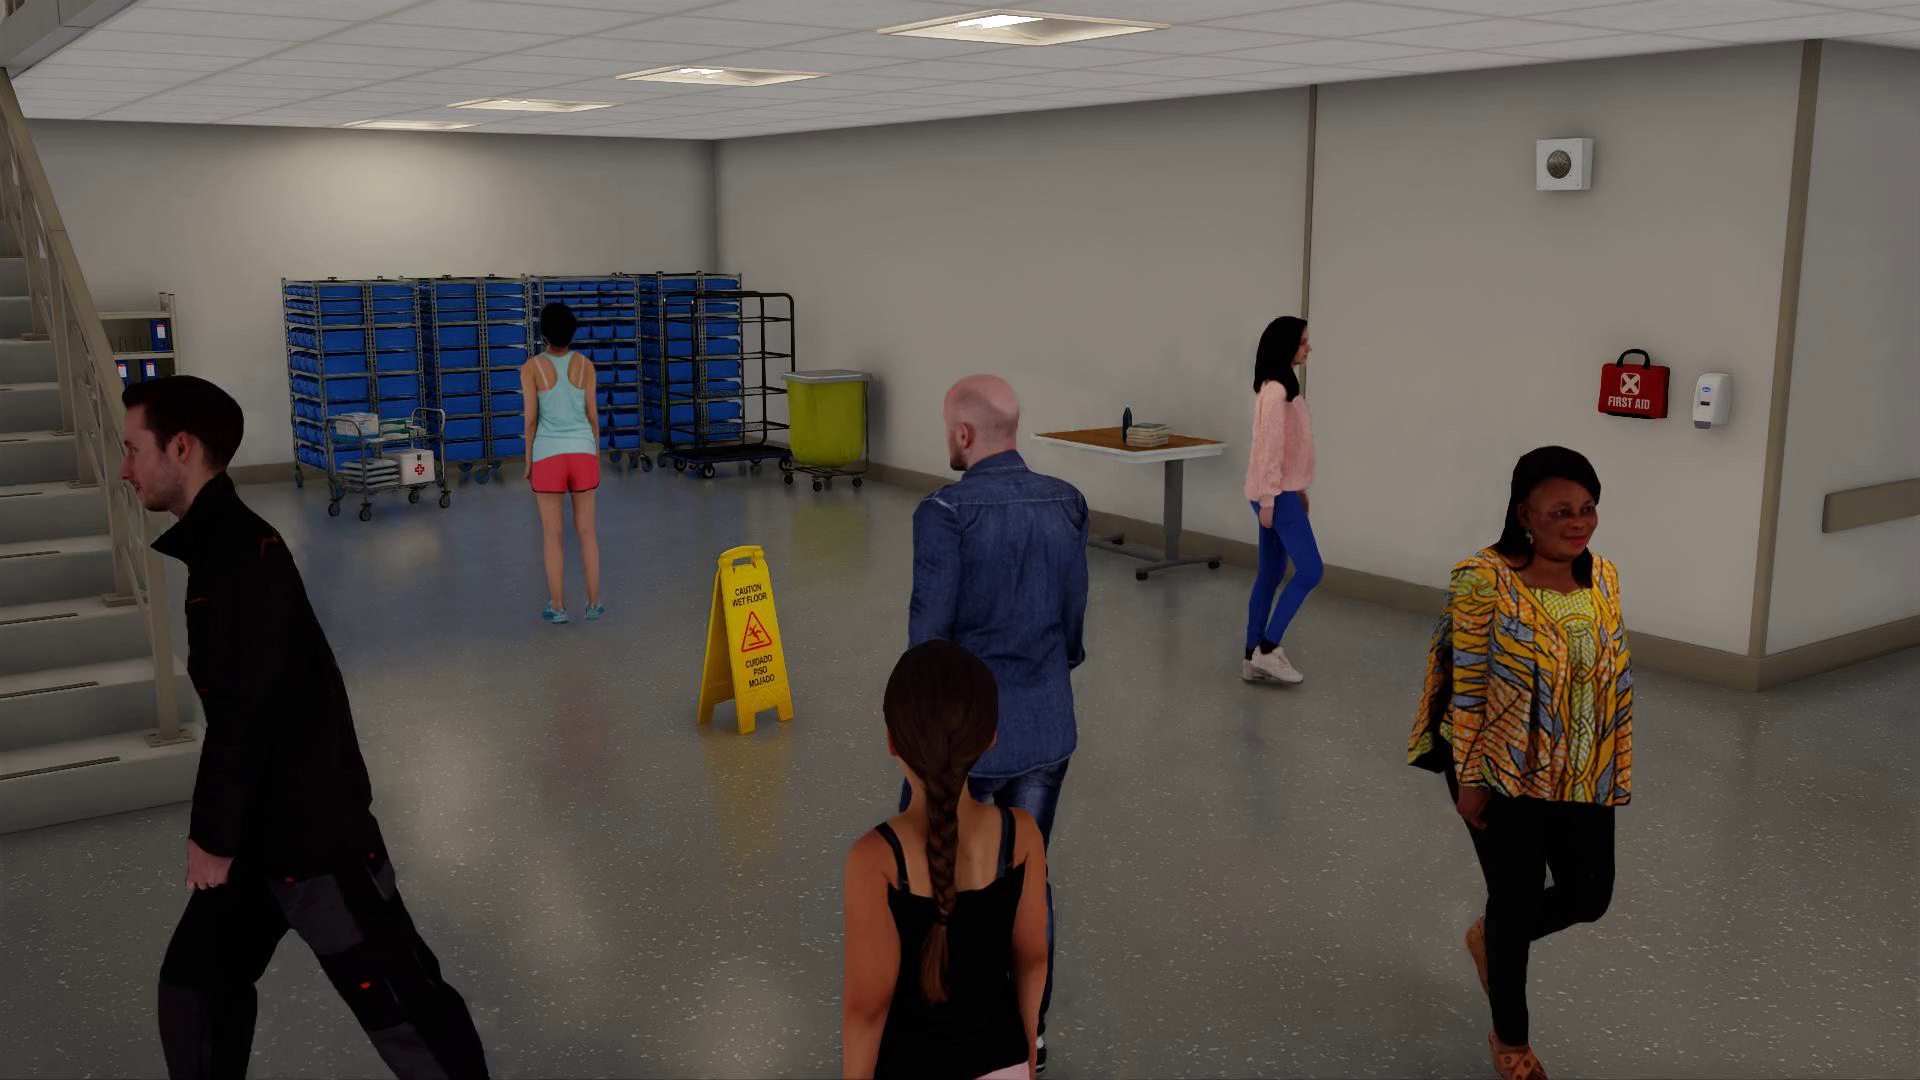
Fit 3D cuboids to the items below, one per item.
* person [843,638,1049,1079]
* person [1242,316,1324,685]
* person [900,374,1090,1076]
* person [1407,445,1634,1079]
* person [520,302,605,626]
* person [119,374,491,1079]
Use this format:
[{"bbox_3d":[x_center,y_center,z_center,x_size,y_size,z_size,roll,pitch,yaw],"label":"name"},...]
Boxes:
[{"bbox_3d":[-0.021,0.917,2.647,0.560,1.564,0.546,-5,12,-27],"label":"person"},{"bbox_3d":[1.419,-0.182,7.915,0.808,1.758,0.757,3,11,14],"label":"person"},{"bbox_3d":[0.131,0.511,4.128,0.731,1.809,0.660,-7,13,-32],"label":"person"},{"bbox_3d":[1.413,0.576,4.229,0.845,1.643,0.924,-3,11,-16],"label":"person"},{"bbox_3d":[-2.189,-0.427,9.188,0.631,1.764,0.610,-4,12,-22],"label":"person"},{"bbox_3d":[-1.324,0.613,3.482,0.789,1.848,1.034,-8,14,-38],"label":"person"}]
